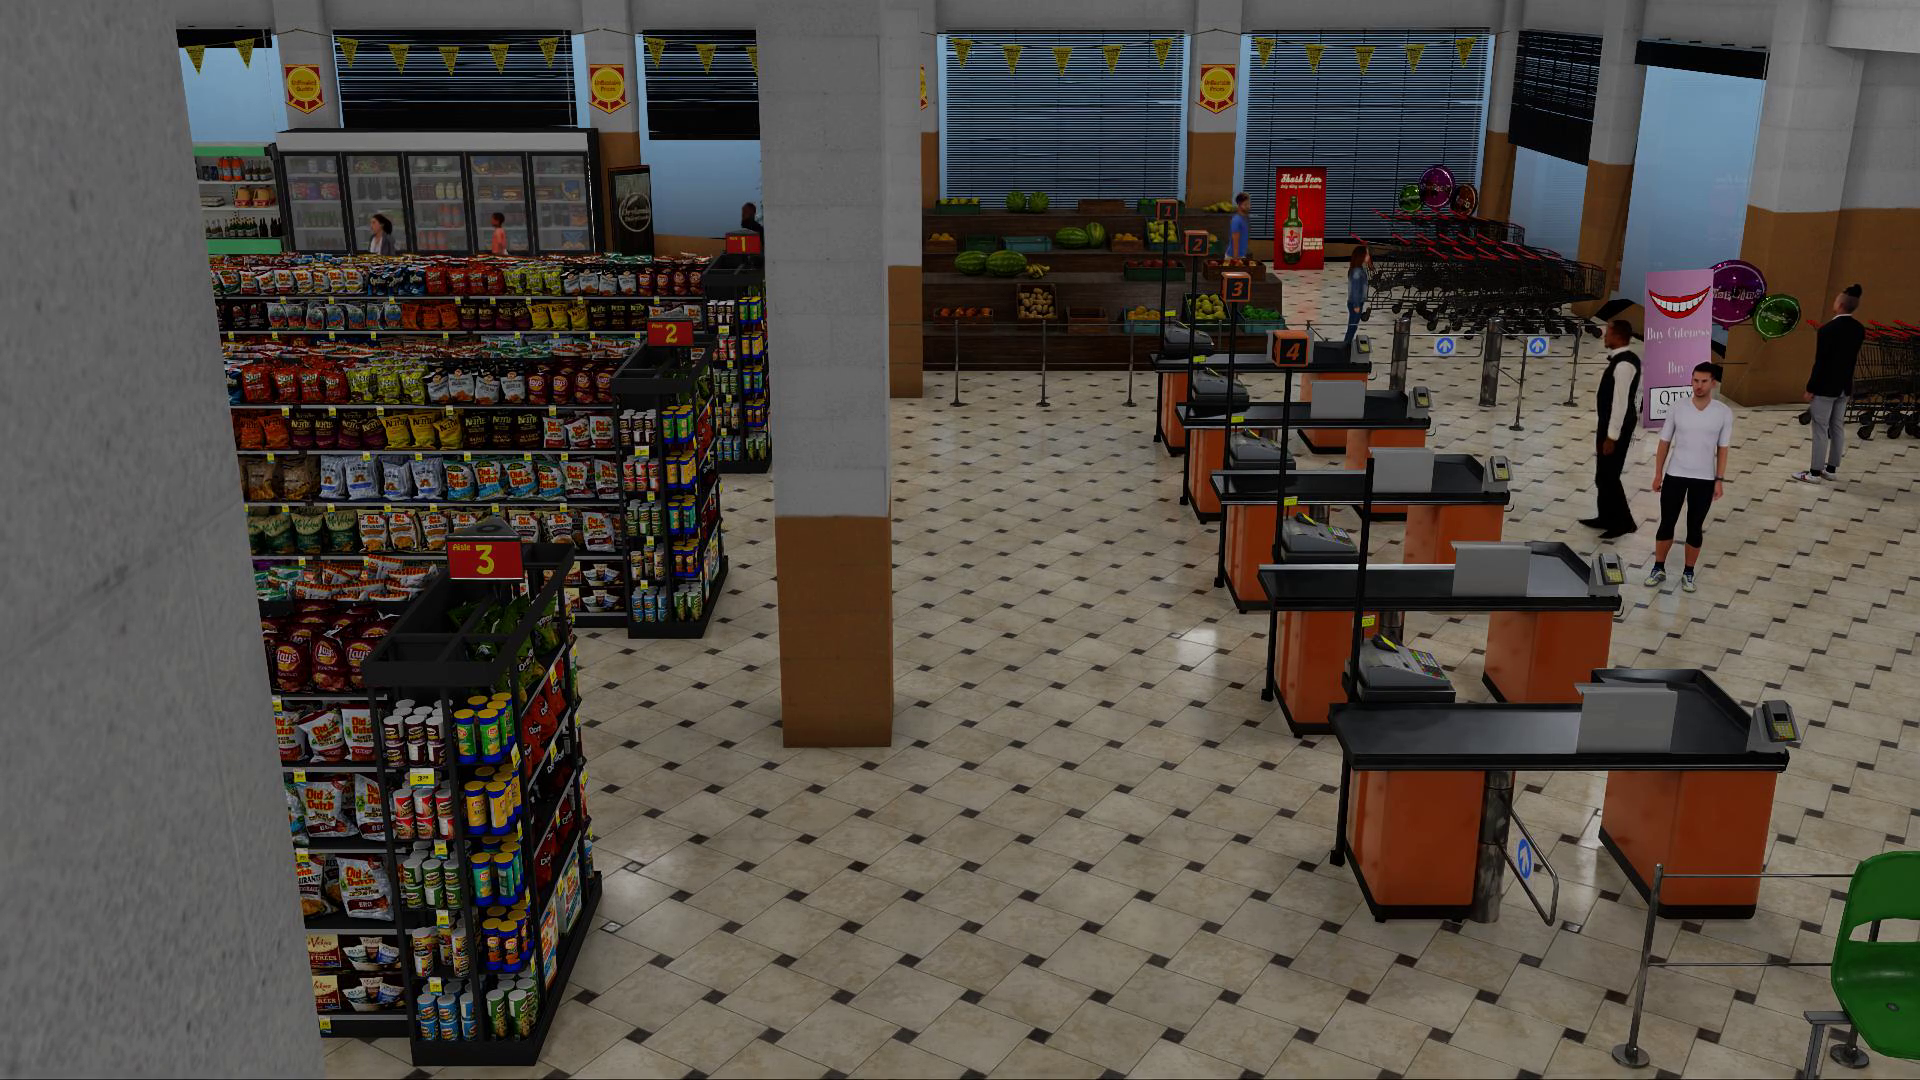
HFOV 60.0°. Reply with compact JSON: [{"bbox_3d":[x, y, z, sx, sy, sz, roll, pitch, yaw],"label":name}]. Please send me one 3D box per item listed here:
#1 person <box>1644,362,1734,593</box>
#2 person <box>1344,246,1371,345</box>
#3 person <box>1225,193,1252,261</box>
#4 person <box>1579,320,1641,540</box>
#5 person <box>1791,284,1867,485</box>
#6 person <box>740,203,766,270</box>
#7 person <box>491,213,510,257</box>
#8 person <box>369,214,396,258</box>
[{"bbox_3d":[5.832,-0.516,13.280,0.662,1.851,0.812,9,21,26],"label":"person"},{"bbox_3d":[5.076,-3.038,21.349,0.587,1.474,0.613,6,20,18],"label":"person"},{"bbox_3d":[3.847,-3.999,23.622,1.062,1.841,0.834,5,19,14],"label":"person"},{"bbox_3d":[5.761,-0.977,14.527,0.888,1.927,0.859,9,21,25],"label":"person"},{"bbox_3d":[8.452,-1.516,16.090,0.690,1.950,0.845,-8,20,-22],"label":"person"},{"bbox_3d":[-2.746,-3.726,22.901,1.281,1.785,1.182,-16,24,-39],"label":"person"},{"bbox_3d":[-6.999,-4.380,25.612,0.910,1.293,0.524,-1,19,-4],"label":"person"},{"bbox_3d":[-7.790,-3.624,22.781,0.659,1.668,0.767,10,21,26],"label":"person"}]
